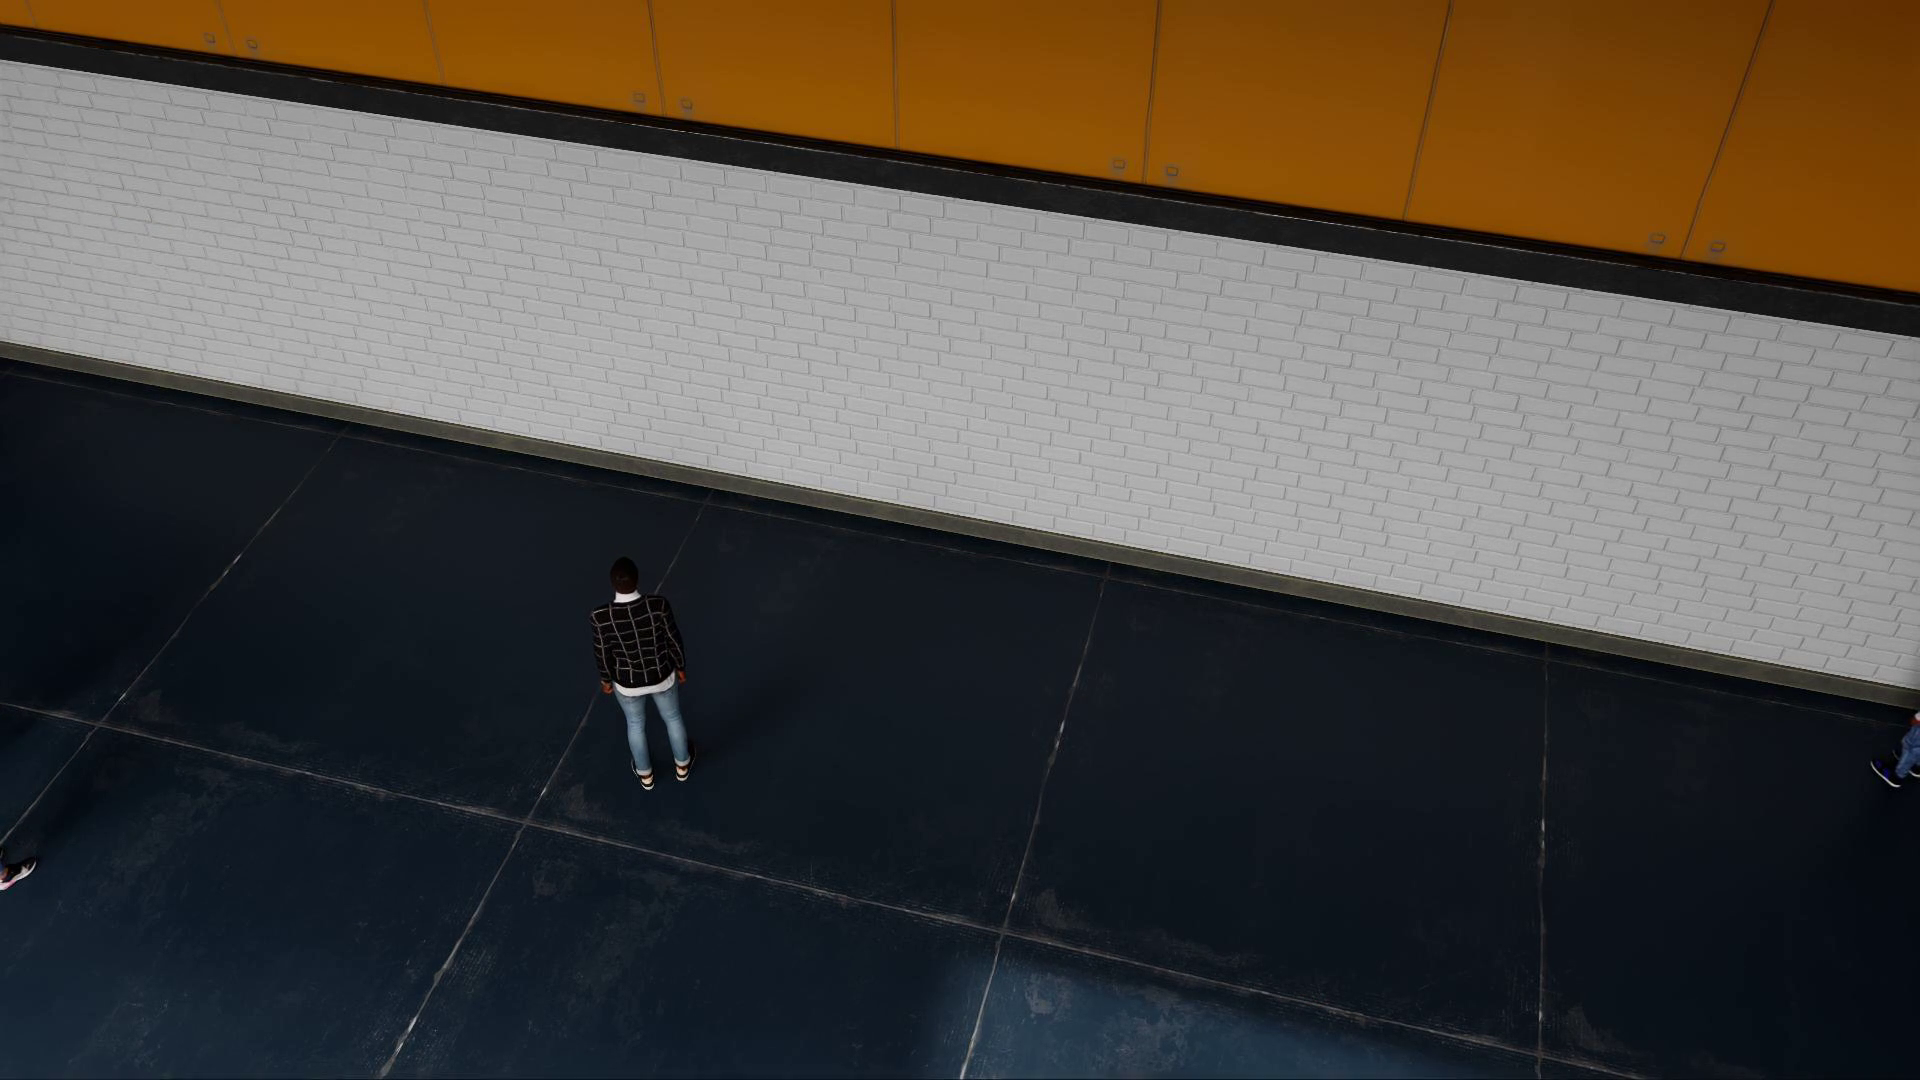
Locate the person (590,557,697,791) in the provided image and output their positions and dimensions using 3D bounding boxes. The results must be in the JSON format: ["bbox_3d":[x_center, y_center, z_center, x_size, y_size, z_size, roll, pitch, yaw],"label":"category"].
[{"bbox_3d":[-1.864,0.794,9.801,0.745,1.821,0.737,-10,45,-10],"label":"person"}]
